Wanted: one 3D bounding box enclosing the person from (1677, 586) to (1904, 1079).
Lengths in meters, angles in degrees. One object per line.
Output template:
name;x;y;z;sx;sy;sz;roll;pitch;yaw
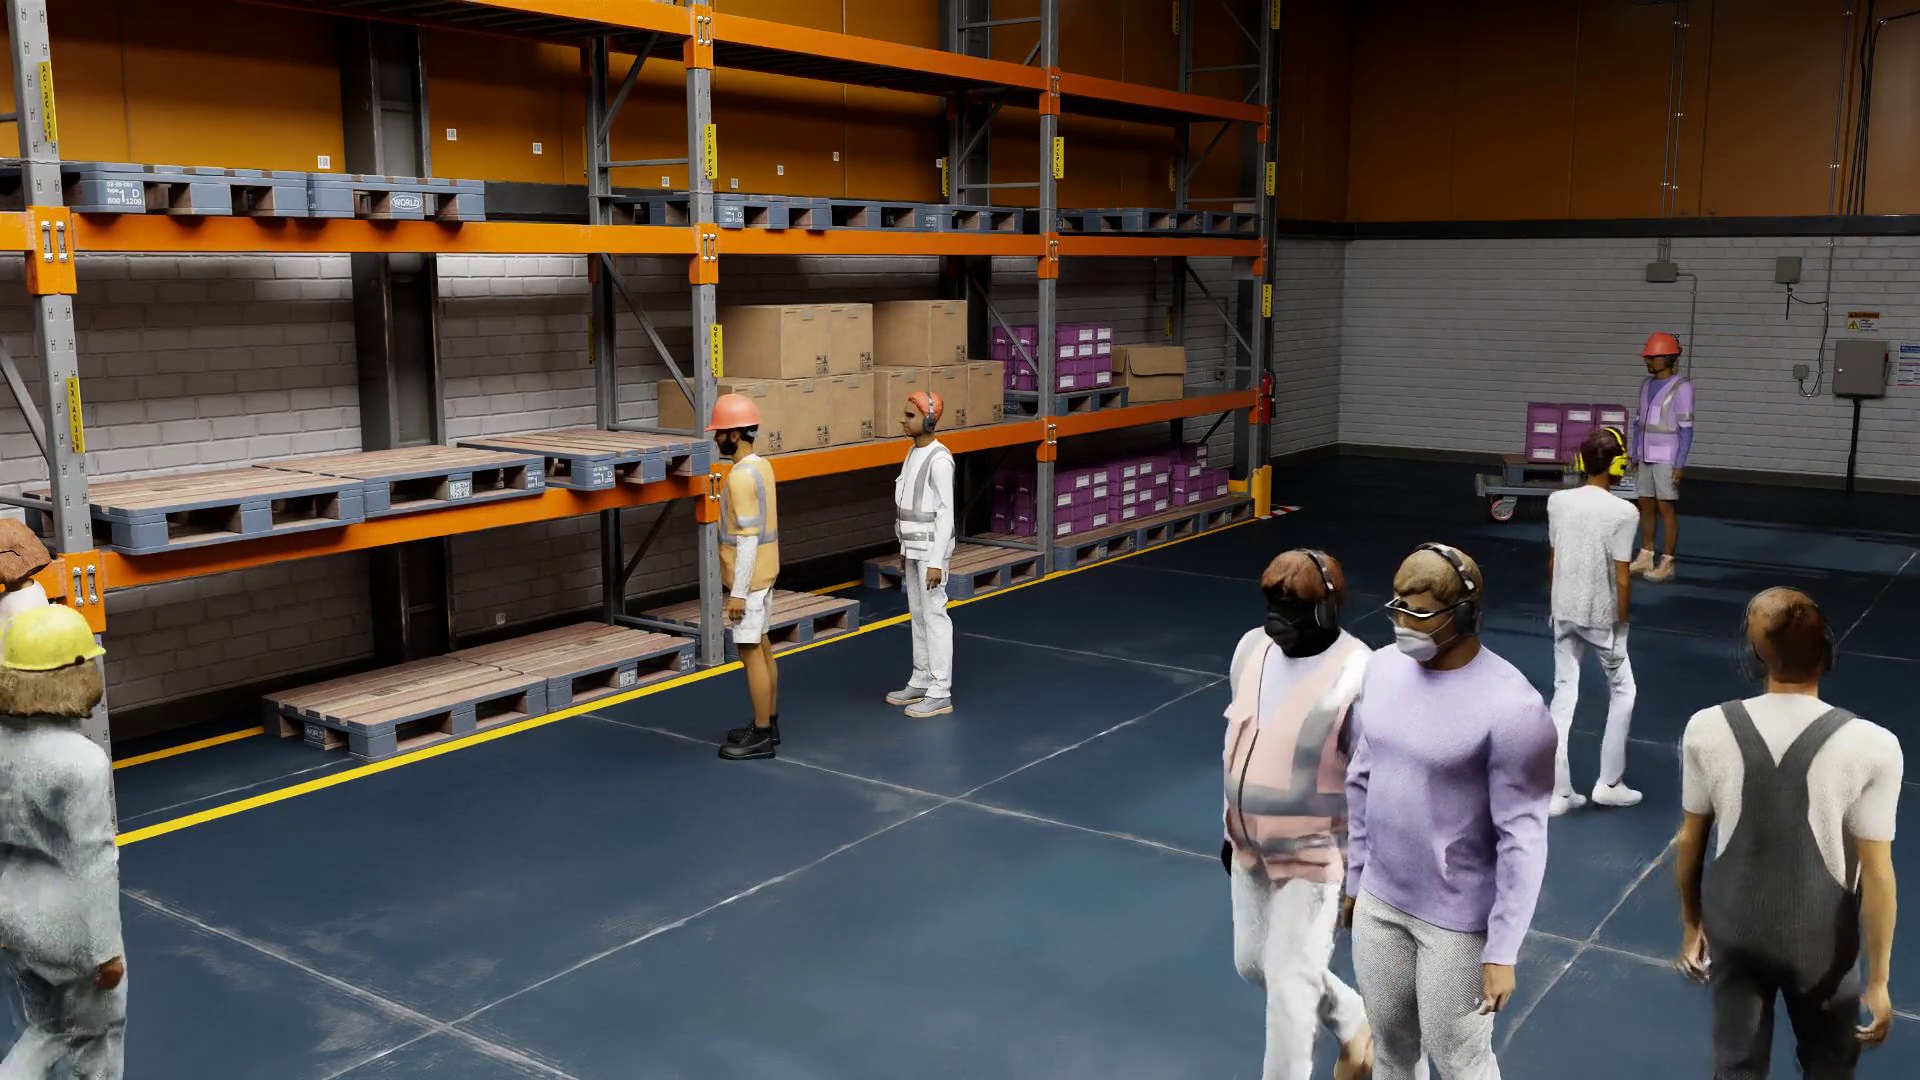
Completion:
person;2.127;1.018;4.263;0.542;1.808;0.840;8;12;38

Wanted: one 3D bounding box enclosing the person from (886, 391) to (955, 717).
person;-0.213;0.077;9.648;0.356;1.884;0.574;-4;10;-21

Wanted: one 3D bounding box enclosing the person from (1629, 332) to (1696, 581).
person;5.729;-0.683;13.701;0.391;2.040;0.614;-3;10;-15

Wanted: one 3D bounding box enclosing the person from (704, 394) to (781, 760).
person;-1.150;0.196;8.786;0.377;1.932;0.552;1;10;4

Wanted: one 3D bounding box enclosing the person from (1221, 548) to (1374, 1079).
person;1.040;0.907;4.882;0.682;1.823;0.637;-5;11;-28

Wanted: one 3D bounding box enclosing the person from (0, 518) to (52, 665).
person;-3.692;0.718;6.602;0.277;1.629;0.497;-6;11;-30

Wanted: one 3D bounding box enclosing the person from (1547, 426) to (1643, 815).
person;3.026;0.378;7.951;0.650;1.848;0.537;-8;12;-38

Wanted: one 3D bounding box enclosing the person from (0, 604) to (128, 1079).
person;-2.436;1.029;4.415;0.501;1.728;0.530;4;10;25

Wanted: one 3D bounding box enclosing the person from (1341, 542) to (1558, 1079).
person;1.207;0.955;4.271;0.372;1.934;0.627;-5;11;-28
